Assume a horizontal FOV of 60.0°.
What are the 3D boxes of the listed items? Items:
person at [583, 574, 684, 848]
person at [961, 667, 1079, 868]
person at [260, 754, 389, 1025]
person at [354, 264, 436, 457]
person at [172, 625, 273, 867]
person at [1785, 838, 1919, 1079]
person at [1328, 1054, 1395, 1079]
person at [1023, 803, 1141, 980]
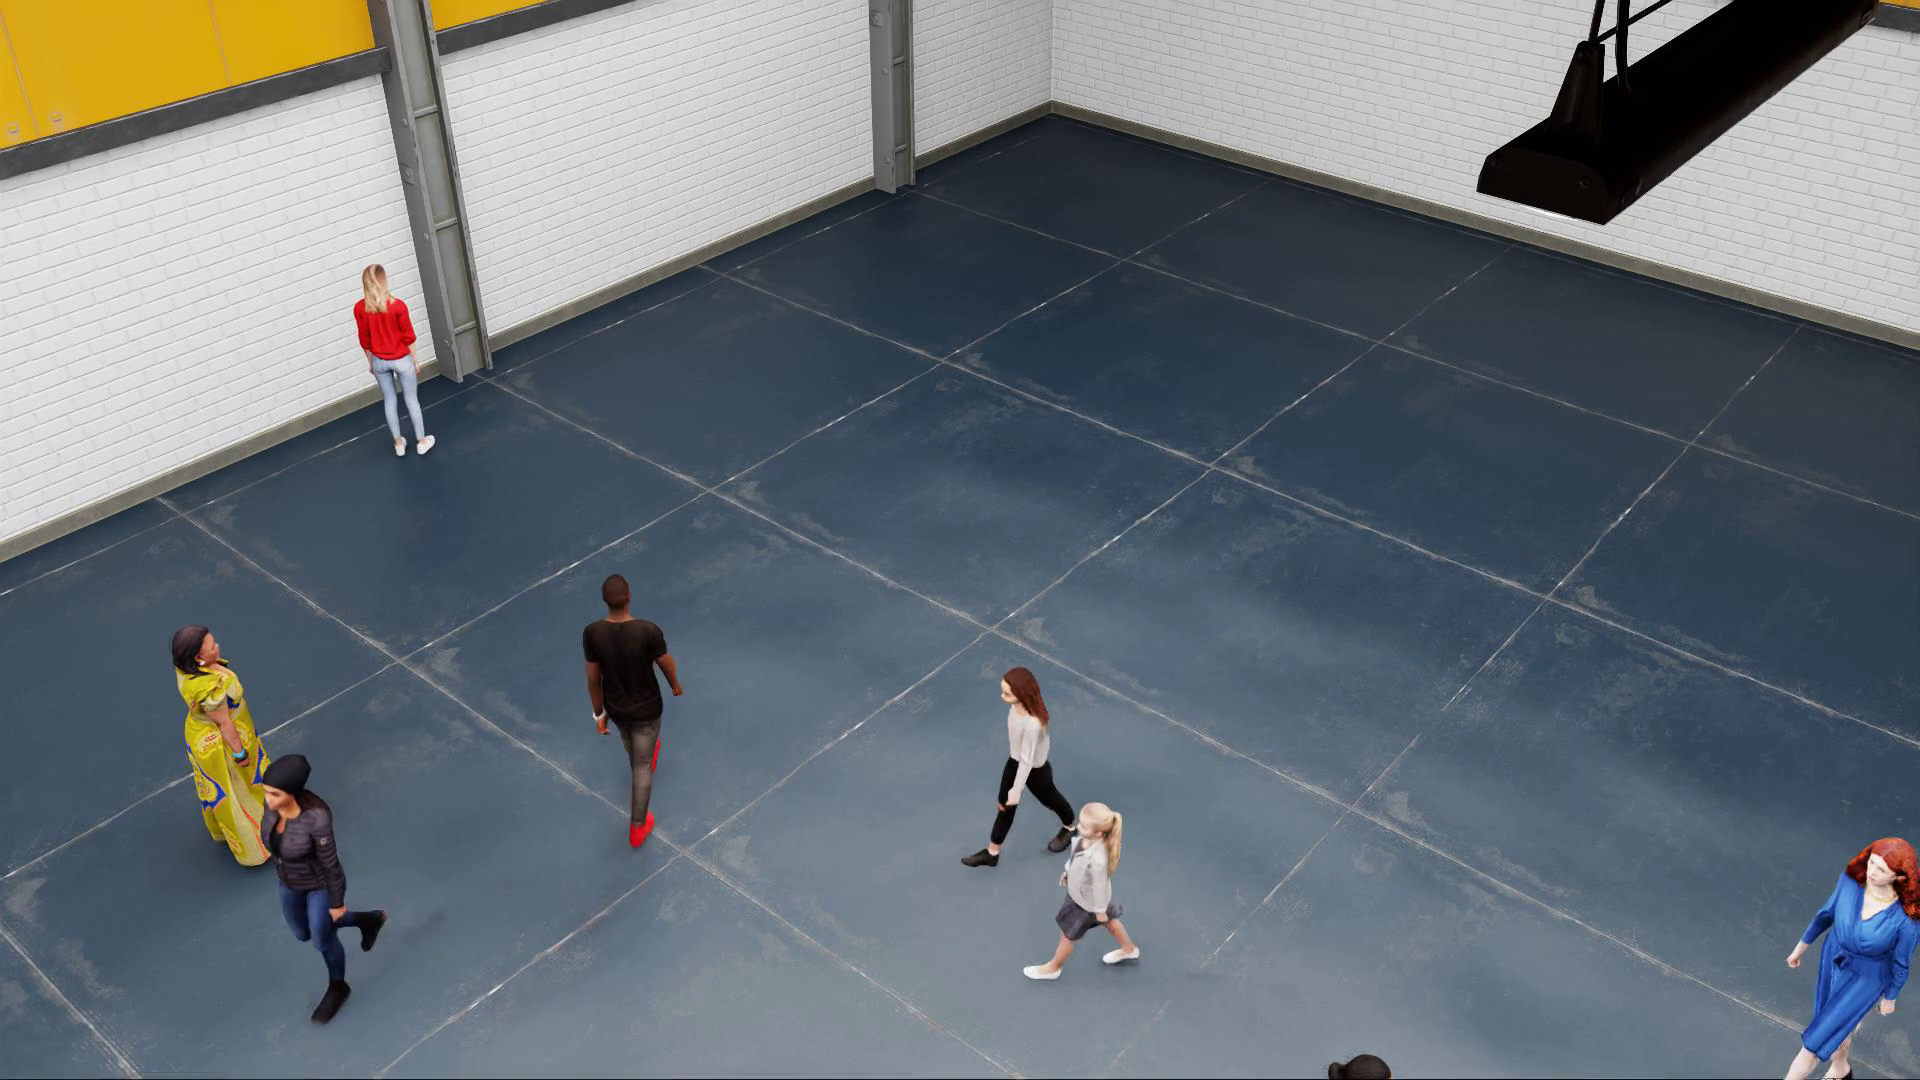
[{"bbox_3d":[-1.983,1.068,9.954,1.041,1.765,1.222,4,34,6],"label":"person"},{"bbox_3d":[0.481,1.333,9.849,1.084,1.440,0.855,-14,36,-20],"label":"person"},{"bbox_3d":[-3.376,1.799,8.884,0.735,1.733,0.930,16,37,23],"label":"person"},{"bbox_3d":[-4.731,-1.489,13.854,0.675,1.706,0.725,-1,34,-2],"label":"person"},{"bbox_3d":[-4.373,1.190,9.866,0.831,1.661,0.900,-25,41,-33],"label":"person"},{"bbox_3d":[4.497,2.168,8.271,1.047,1.796,0.903,-11,35,-16],"label":"person"},{"bbox_3d":[1.663,2.856,7.275,0.807,1.753,0.674,7,34,11],"label":"person"},{"bbox_3d":[0.776,1.926,9.132,0.895,1.247,0.876,0,34,0],"label":"person"}]
